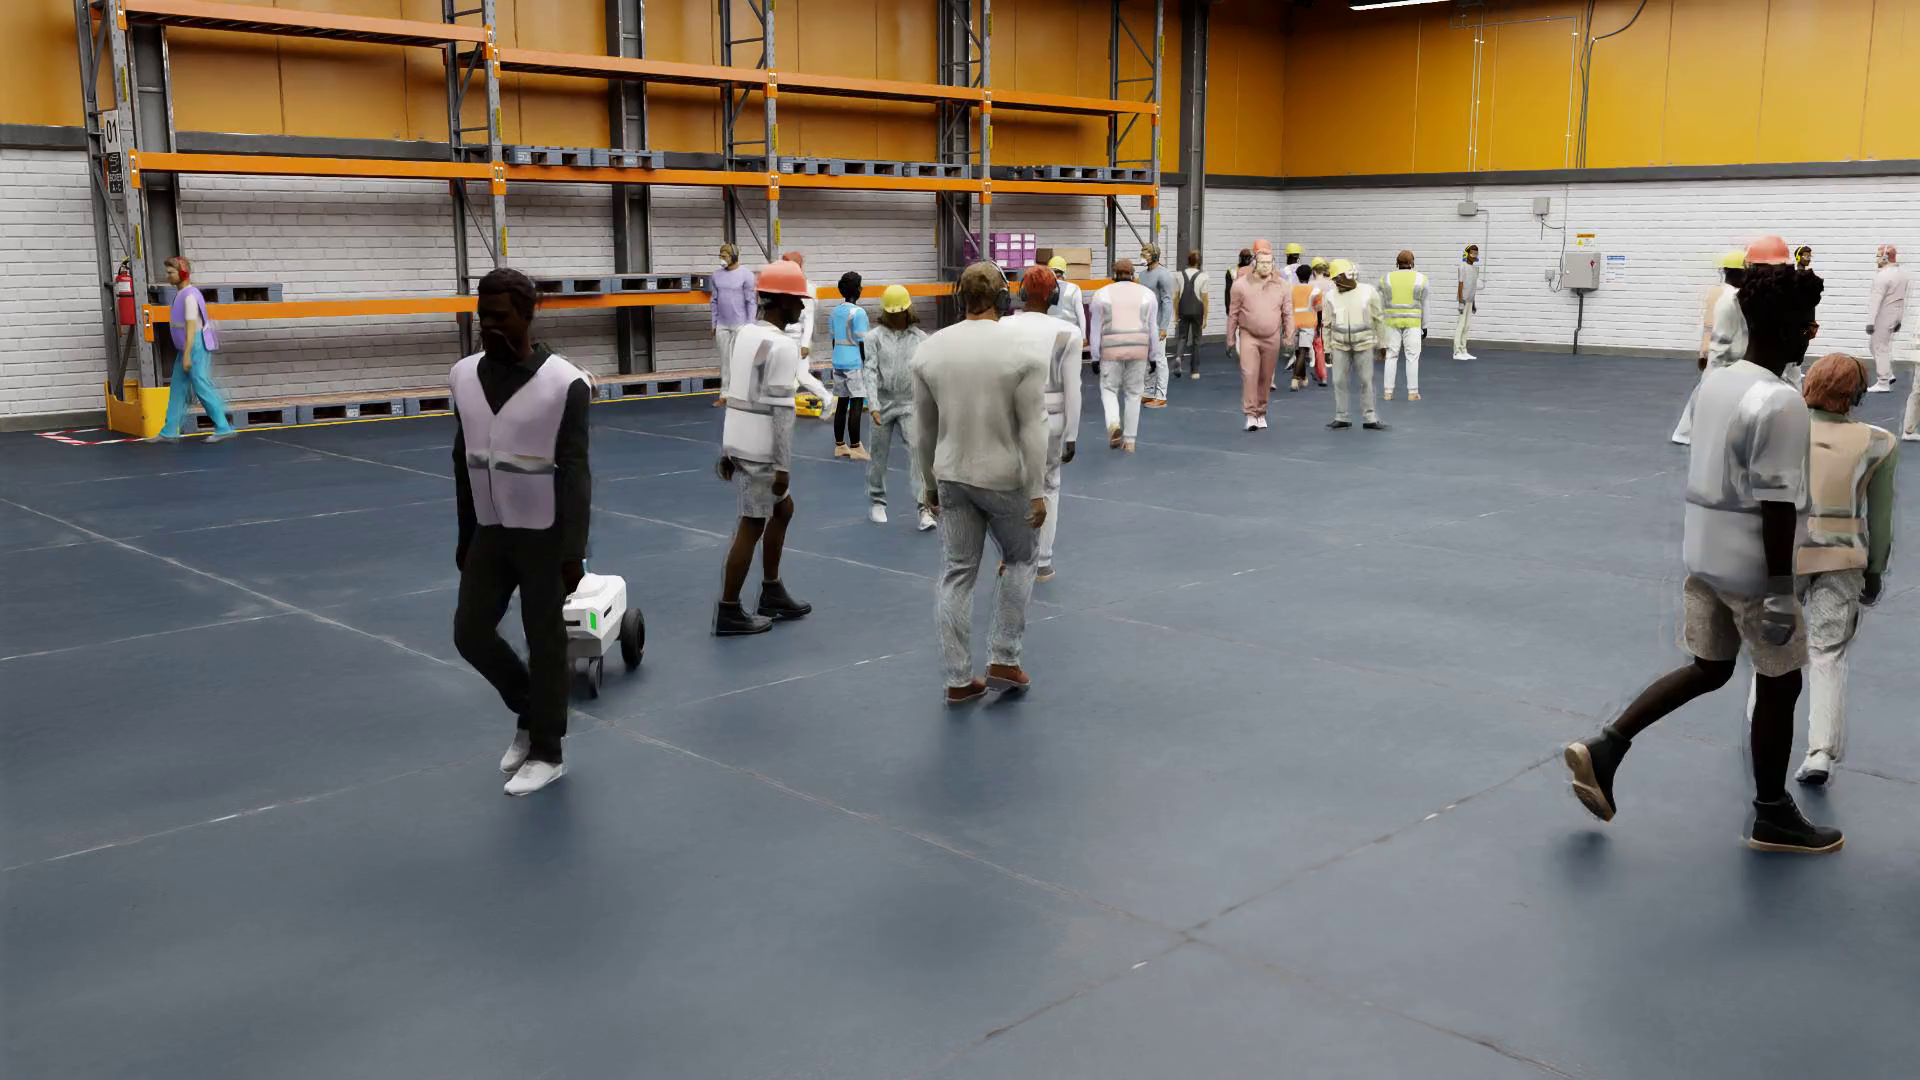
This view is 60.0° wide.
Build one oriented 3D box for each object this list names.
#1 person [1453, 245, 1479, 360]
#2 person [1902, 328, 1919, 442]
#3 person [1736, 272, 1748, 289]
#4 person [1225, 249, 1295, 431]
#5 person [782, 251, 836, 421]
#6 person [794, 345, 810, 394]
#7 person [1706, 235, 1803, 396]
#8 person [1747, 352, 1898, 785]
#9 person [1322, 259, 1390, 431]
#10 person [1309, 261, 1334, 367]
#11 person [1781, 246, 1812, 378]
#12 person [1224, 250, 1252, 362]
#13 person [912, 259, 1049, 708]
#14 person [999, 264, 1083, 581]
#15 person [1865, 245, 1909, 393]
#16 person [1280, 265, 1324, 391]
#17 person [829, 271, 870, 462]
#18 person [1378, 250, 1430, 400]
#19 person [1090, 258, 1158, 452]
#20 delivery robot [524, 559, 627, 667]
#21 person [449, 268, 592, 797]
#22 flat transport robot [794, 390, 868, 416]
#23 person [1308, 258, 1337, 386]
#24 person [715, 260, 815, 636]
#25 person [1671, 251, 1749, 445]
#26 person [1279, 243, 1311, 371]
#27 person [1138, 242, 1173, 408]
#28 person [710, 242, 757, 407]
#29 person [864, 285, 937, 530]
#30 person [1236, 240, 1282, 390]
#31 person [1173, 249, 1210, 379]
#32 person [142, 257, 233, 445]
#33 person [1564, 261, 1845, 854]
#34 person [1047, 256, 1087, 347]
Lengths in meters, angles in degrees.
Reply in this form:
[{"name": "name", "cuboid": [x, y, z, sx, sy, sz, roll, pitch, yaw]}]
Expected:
[{"name": "person", "cuboid": [8.281, -3.868, 27.124, 0.334, 1.864, 0.521, 10, 14, 43]}, {"name": "person", "cuboid": [9.570, -1.737, 16.141, 0.674, 1.614, 0.540, 4, 11, 21]}, {"name": "person", "cuboid": [9.209, -2.486, 19.101, 0.693, 2.000, 0.641, 5, 12, 27]}, {"name": "person", "cuboid": [3.129, -2.051, 17.188, 0.680, 1.867, 0.927, 0, 10, -3]}, {"name": "person", "cuboid": [-1.710, -2.103, 17.532, 0.593, 1.861, 0.812, 10, 14, 42]}, {"name": "person", "cuboid": [-1.905, -2.186, 18.613, 0.515, 1.616, 0.443, 5, 12, 27]}, {"name": "person", "cuboid": [5.275, -0.956, 10.832, 0.636, 2.009, 0.924, -4, 11, -20]}, {"name": "person", "cuboid": [3.216, 0.092, 6.266, 0.520, 1.592, 0.850, 4, 11, 21]}, {"name": "person", "cuboid": [4.104, -1.993, 17.144, 0.735, 1.788, 0.407, 4, 11, 22]}, {"name": "person", "cuboid": [5.560, -3.470, 25.579, 0.497, 1.633, 0.284, 4, 11, 22]}, {"name": "person", "cuboid": [11.914, -3.239, 23.686, 0.535, 1.866, 0.309, -8, 13, -36]}, {"name": "person", "cuboid": [4.600, -3.760, 26.745, 0.638, 1.787, 0.980, -1, 10, -5]}, {"name": "person", "cuboid": [0.104, -0.244, 7.207, 0.655, 1.914, 0.597, 5, 11, 25]}, {"name": "person", "cuboid": [0.408, -0.646, 9.549, 0.582, 1.861, 0.648, 2, 11, 10]}, {"name": "person", "cuboid": [11.901, -2.845, 21.456, 0.668, 1.889, 0.466, -7, 13, -35]}, {"name": "person", "cuboid": [4.476, -2.781, 21.803, 0.539, 1.636, 0.869, 6, 12, 28]}, {"name": "person", "cuboid": [-0.971, -1.556, 14.960, 0.316, 1.700, 0.541, -7, 13, -35]}, {"name": "person", "cuboid": [5.449, -2.632, 20.441, 0.627, 1.844, 0.429, 4, 11, 21]}, {"name": "person", "cuboid": [1.526, -1.704, 15.452, 0.640, 1.815, 0.528, 0, 10, -1]}, {"name": "delivery robot", "cuboid": [-1.742, 0.327, 7.559, 0.477, 0.478, 0.707, 0, 10, -1]}, {"name": "person", "cuboid": [-1.591, -0.021, 6.020, 0.625, 1.905, 0.451, 4, 11, 22]}, {"name": "flat transport robot", "cuboid": [-1.447, -1.595, 19.067, 0.652, 0.197, 1.431, 7, 13, 35]}, {"name": "person", "cuboid": [4.852, -2.962, 22.571, 0.537, 1.705, 0.925, -1, 10, -7]}, {"name": "person", "cuboid": [-0.974, -0.463, 8.480, 0.710, 1.894, 0.561, -6, 12, -31]}, {"name": "person", "cuboid": [7.366, -1.821, 15.937, 1.017, 1.867, 0.603, 1, 10, 6]}, {"name": "person", "cuboid": [4.939, -3.447, 24.705, 0.596, 1.914, 0.443, -4, 11, -23]}, {"name": "person", "cuboid": [2.264, -2.520, 19.565, 0.352, 1.937, 0.635, -5, 11, -24]}, {"name": "person", "cuboid": [-2.663, -2.508, 19.510, 0.627, 1.936, 0.373, 6, 12, 29]}, {"name": "person", "cuboid": [-0.436, -0.913, 11.496, 0.482, 1.685, 0.870, -3, 11, -15]}, {"name": "person", "cuboid": [3.887, -2.921, 21.713, 0.642, 1.957, 0.915, 0, 10, 2]}, {"name": "person", "cuboid": [3.228, -3.149, 23.285, 0.523, 1.834, 0.615, 4, 11, 23]}, {"name": "person", "cuboid": [-7.484, -1.809, 16.060, 0.807, 1.809, 0.589, -7, 13, -35]}, {"name": "person", "cuboid": [2.504, 0.069, 5.434, 0.820, 1.943, 0.621, 0, 10, -1]}, {"name": "person", "cuboid": [1.130, -2.390, 19.278, 0.597, 1.792, 0.927, 5, 12, 26]}]
